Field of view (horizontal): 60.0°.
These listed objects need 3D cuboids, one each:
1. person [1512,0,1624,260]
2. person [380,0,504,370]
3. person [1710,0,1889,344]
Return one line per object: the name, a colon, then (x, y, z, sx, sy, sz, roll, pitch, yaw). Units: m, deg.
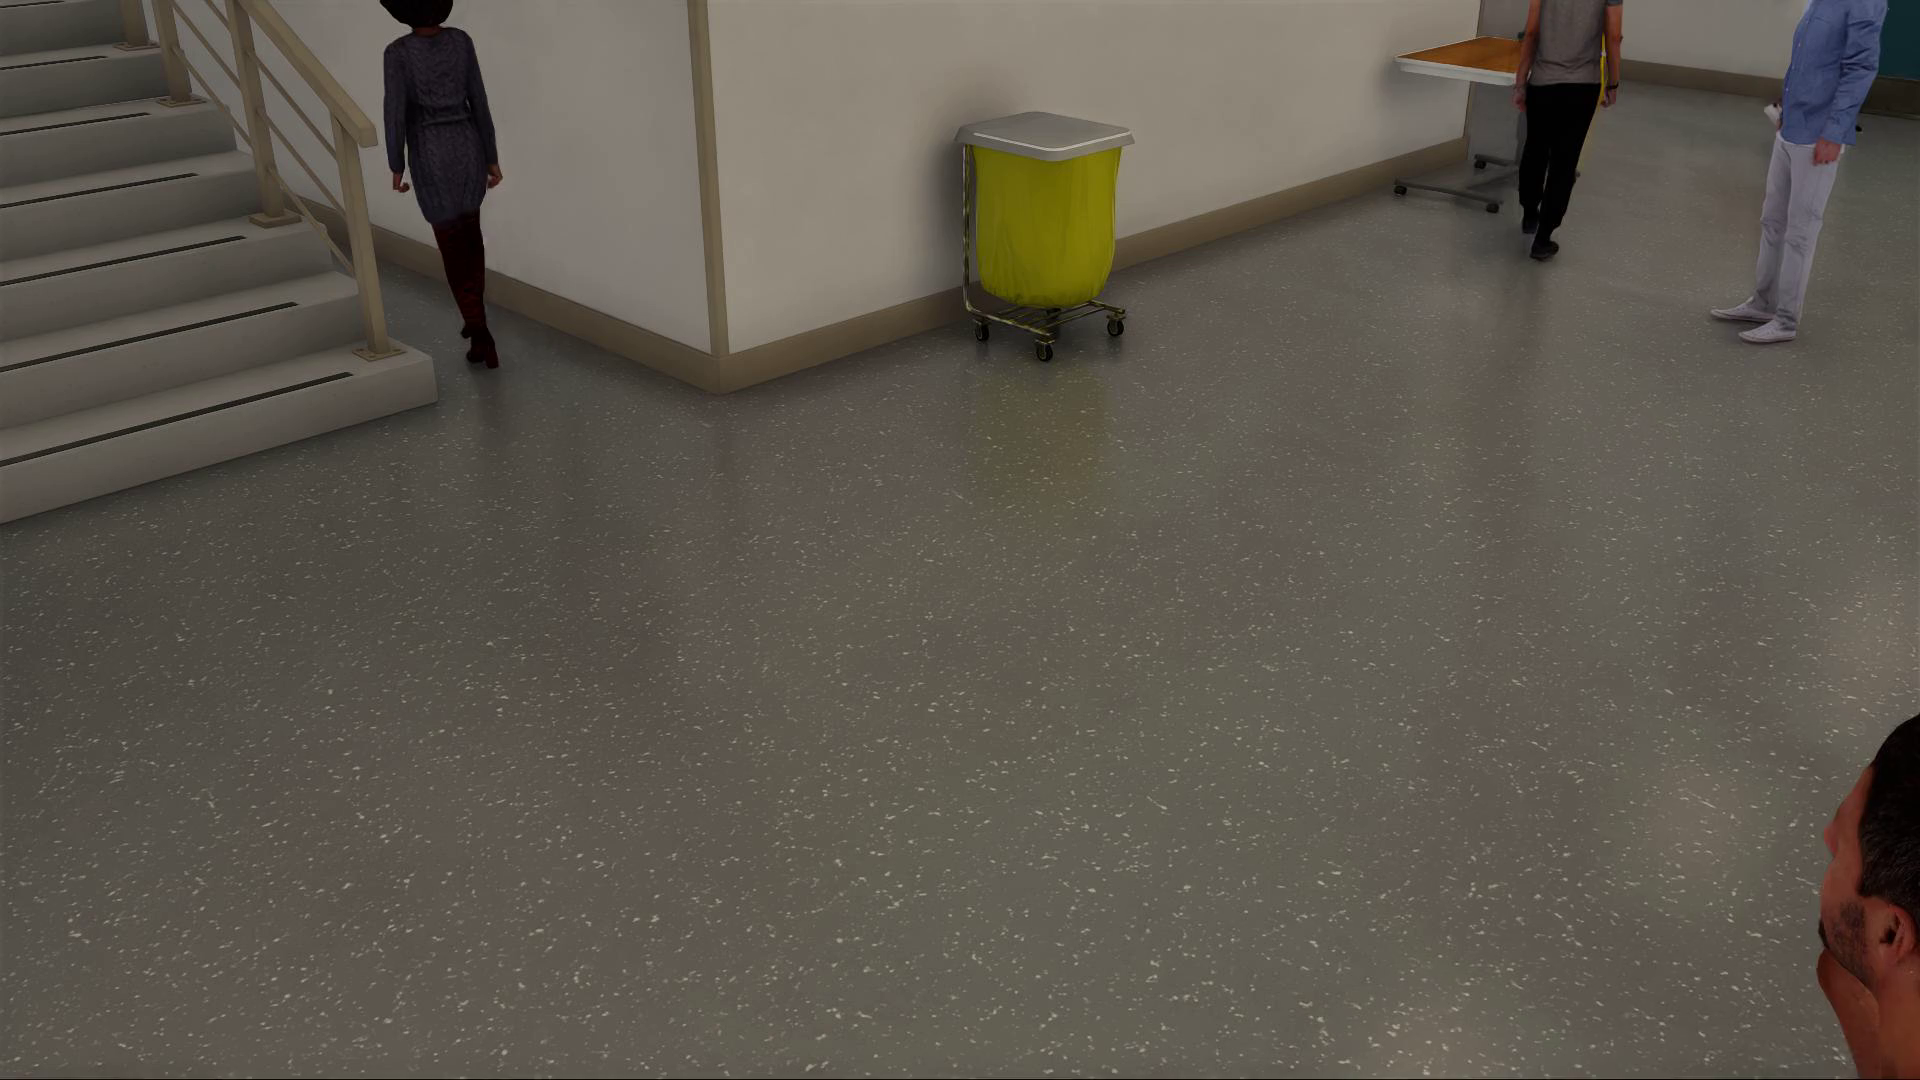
person: (3.074, -2.307, 8.530, 0.922, 1.730, 0.803, 17, 30, 31)
person: (-2.106, -1.531, 6.964, 0.632, 1.693, 0.739, -20, 32, -35)
person: (3.761, -1.816, 7.330, 0.792, 1.887, 0.742, 1, 26, 3)
